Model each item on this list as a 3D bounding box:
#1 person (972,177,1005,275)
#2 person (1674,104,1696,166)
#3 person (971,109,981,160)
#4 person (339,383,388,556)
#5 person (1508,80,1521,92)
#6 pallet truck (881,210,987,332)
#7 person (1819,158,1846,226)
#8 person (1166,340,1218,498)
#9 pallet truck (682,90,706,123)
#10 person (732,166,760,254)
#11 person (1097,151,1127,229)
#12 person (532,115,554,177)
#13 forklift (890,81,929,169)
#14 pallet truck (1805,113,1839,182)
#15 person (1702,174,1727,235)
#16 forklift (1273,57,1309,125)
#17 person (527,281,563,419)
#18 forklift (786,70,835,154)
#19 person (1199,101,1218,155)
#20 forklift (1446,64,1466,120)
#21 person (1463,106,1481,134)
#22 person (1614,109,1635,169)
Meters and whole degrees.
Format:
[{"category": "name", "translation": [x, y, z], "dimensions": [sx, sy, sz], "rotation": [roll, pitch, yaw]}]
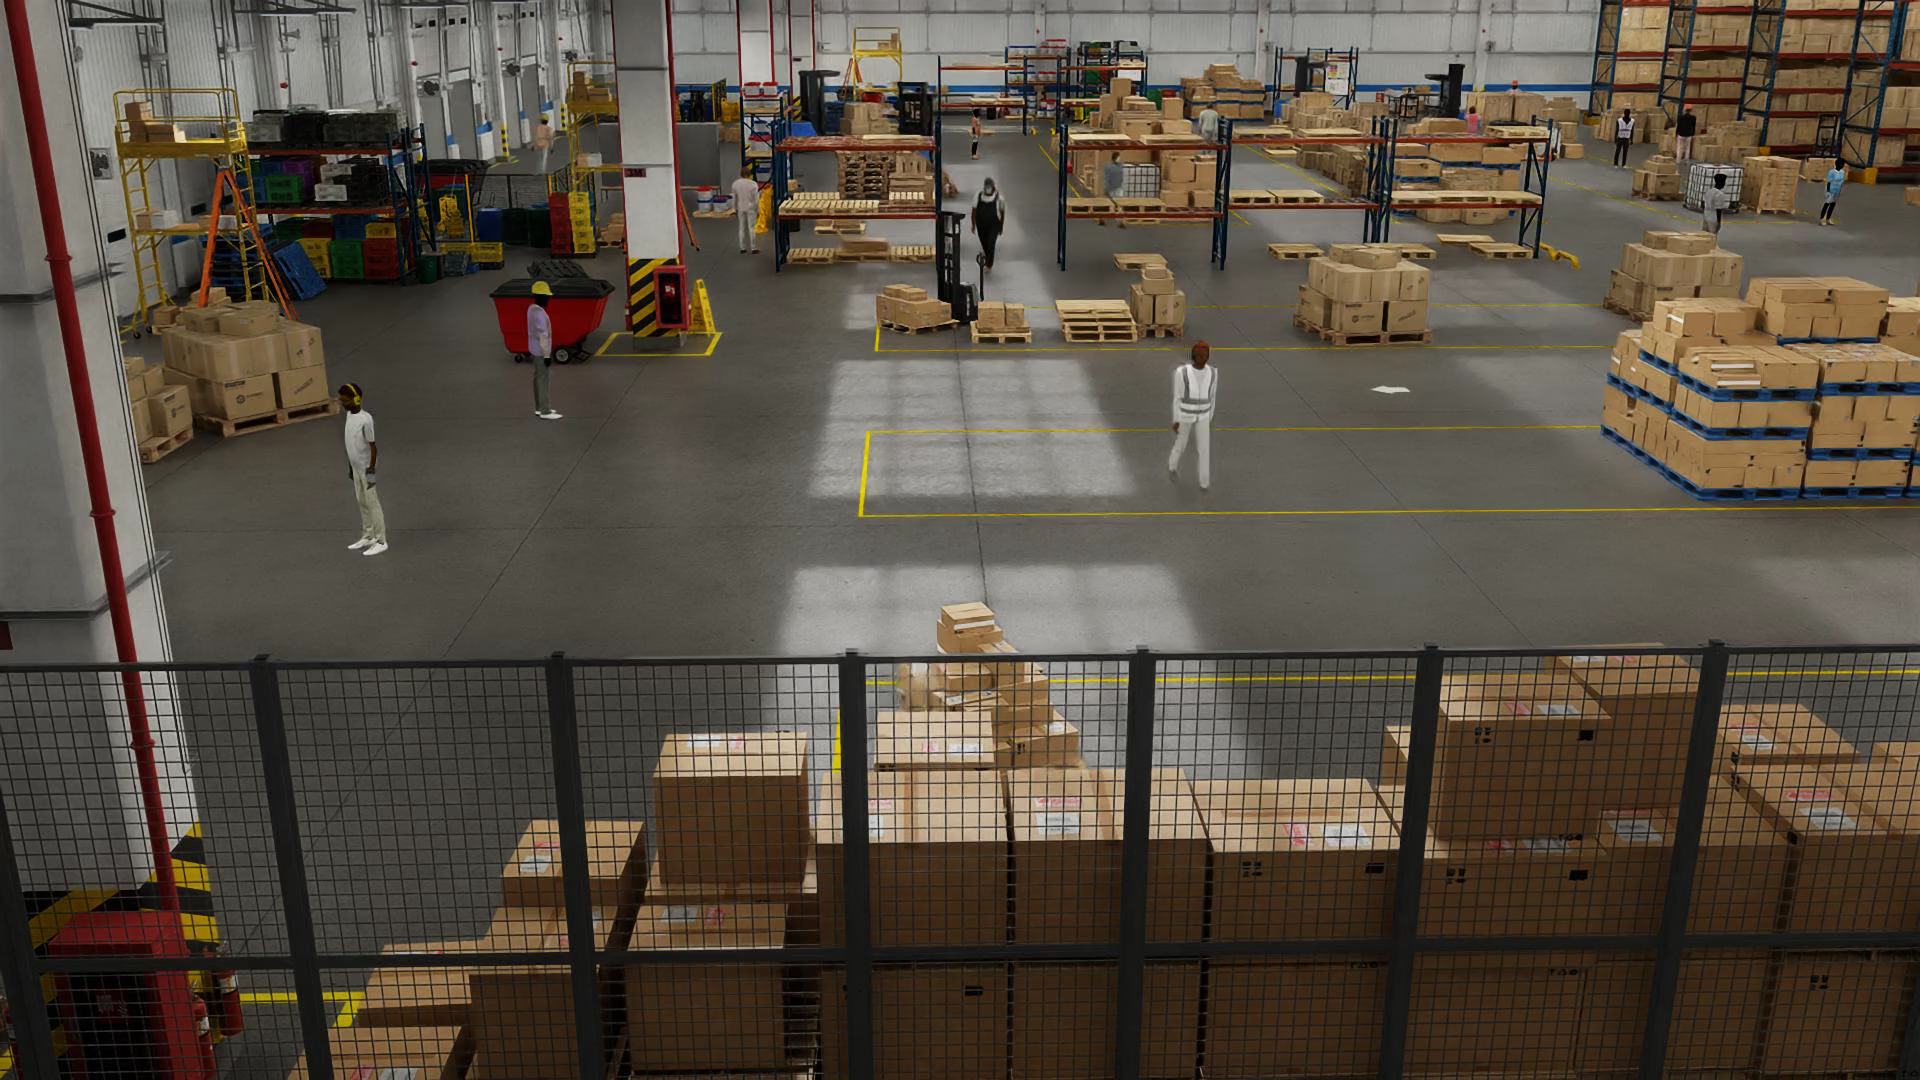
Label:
[{"category": "person", "translation": [0.595, -6.674, 34.965], "dimensions": [0.680, 2.000, 1.046], "rotation": [6, 19, 17]}, {"category": "person", "translation": [23.914, -13.365, 54.883], "dimensions": [0.619, 1.992, 0.396], "rotation": [1, 19, 3]}, {"category": "person", "translation": [0.553, -13.895, 56.914], "dimensions": [0.316, 1.695, 0.541], "rotation": [6, 19, 17]}, {"category": "person", "translation": [-6.374, -0.759, 17.692], "dimensions": [0.512, 1.864, 0.325], "rotation": [17, 25, 41]}, {"category": "person", "translation": [23.050, -18.183, 69.306], "dimensions": [0.540, 1.916, 0.498], "rotation": [5, 19, 14]}, {"category": "pallet truck", "translation": [-0.493, -4.759, 29.349], "dimensions": [1.885, 1.965, 0.823], "rotation": [-13, 23, -34]}, {"category": "person", "translation": [21.783, -8.679, 41.471], "dimensions": [0.532, 1.686, 0.334], "rotation": [-8, 20, -23]}, {"category": "person", "translation": [2.773, -1.494, 19.912], "dimensions": [0.583, 1.849, 0.944], "rotation": [-4, 19, -13]}, {"category": "pallet truck", "translation": [-9.671, -15.907, 62.421], "dimensions": [0.823, 1.965, 1.885], "rotation": [5, 19, 15]}, {"category": "person", "translation": [-4.766, -7.358, 37.160], "dimensions": [0.627, 1.935, 0.373], "rotation": [4, 19, 12]}, {"category": "person", "translation": [3.772, -8.675, 41.157], "dimensions": [0.642, 1.895, 1.047], "rotation": [-11, 21, -29]}, {"category": "person", "translation": [-13.009, -12.318, 52.000], "dimensions": [0.624, 1.846, 0.953], "rotation": [2, 19, 6]}, {"category": "forklift", "translation": [-1.501, -13.136, 52.841], "dimensions": [1.129, 2.768, 1.873], "rotation": [6, 20, 17]}, {"category": "pallet truck", "translation": [26.403, -11.957, 50.702], "dimensions": [0.823, 1.965, 1.885], "rotation": [6, 19, 16]}, {"category": "person", "translation": [16.164, -6.887, 35.729], "dimensions": [0.371, 1.960, 0.608], "rotation": [-2, 19, -5]}, {"category": "forklift", "translation": [14.059, -18.505, 68.767], "dimensions": [1.873, 2.768, 1.129], "rotation": [8, 20, 22]}, {"category": "person", "translation": [-5.824, -2.650, 23.212], "dimensions": [0.383, 1.922, 0.587], "rotation": [-9, 20, -24]}, {"category": "forklift", "translation": [-5.368, -15.171, 58.877], "dimensions": [1.873, 2.768, 1.129], "rotation": [-10, 21, -28]}, {"category": "person", "translation": [8.547, -14.125, 57.272], "dimensions": [0.634, 1.915, 0.787], "rotation": [3, 19, 9]}, {"category": "forklift", "translation": [18.880, -16.764, 63.603], "dimensions": [1.873, 2.768, 1.129], "rotation": [0, 19, -1]}, {"category": "person", "translation": [17.346, -13.785, 56.405], "dimensions": [0.624, 1.822, 0.759], "rotation": [-4, 19, -10]}, {"category": "person", "translation": [21.582, -13.055, 54.096], "dimensions": [0.596, 1.914, 0.378], "rotation": [1, 19, 2]}]
